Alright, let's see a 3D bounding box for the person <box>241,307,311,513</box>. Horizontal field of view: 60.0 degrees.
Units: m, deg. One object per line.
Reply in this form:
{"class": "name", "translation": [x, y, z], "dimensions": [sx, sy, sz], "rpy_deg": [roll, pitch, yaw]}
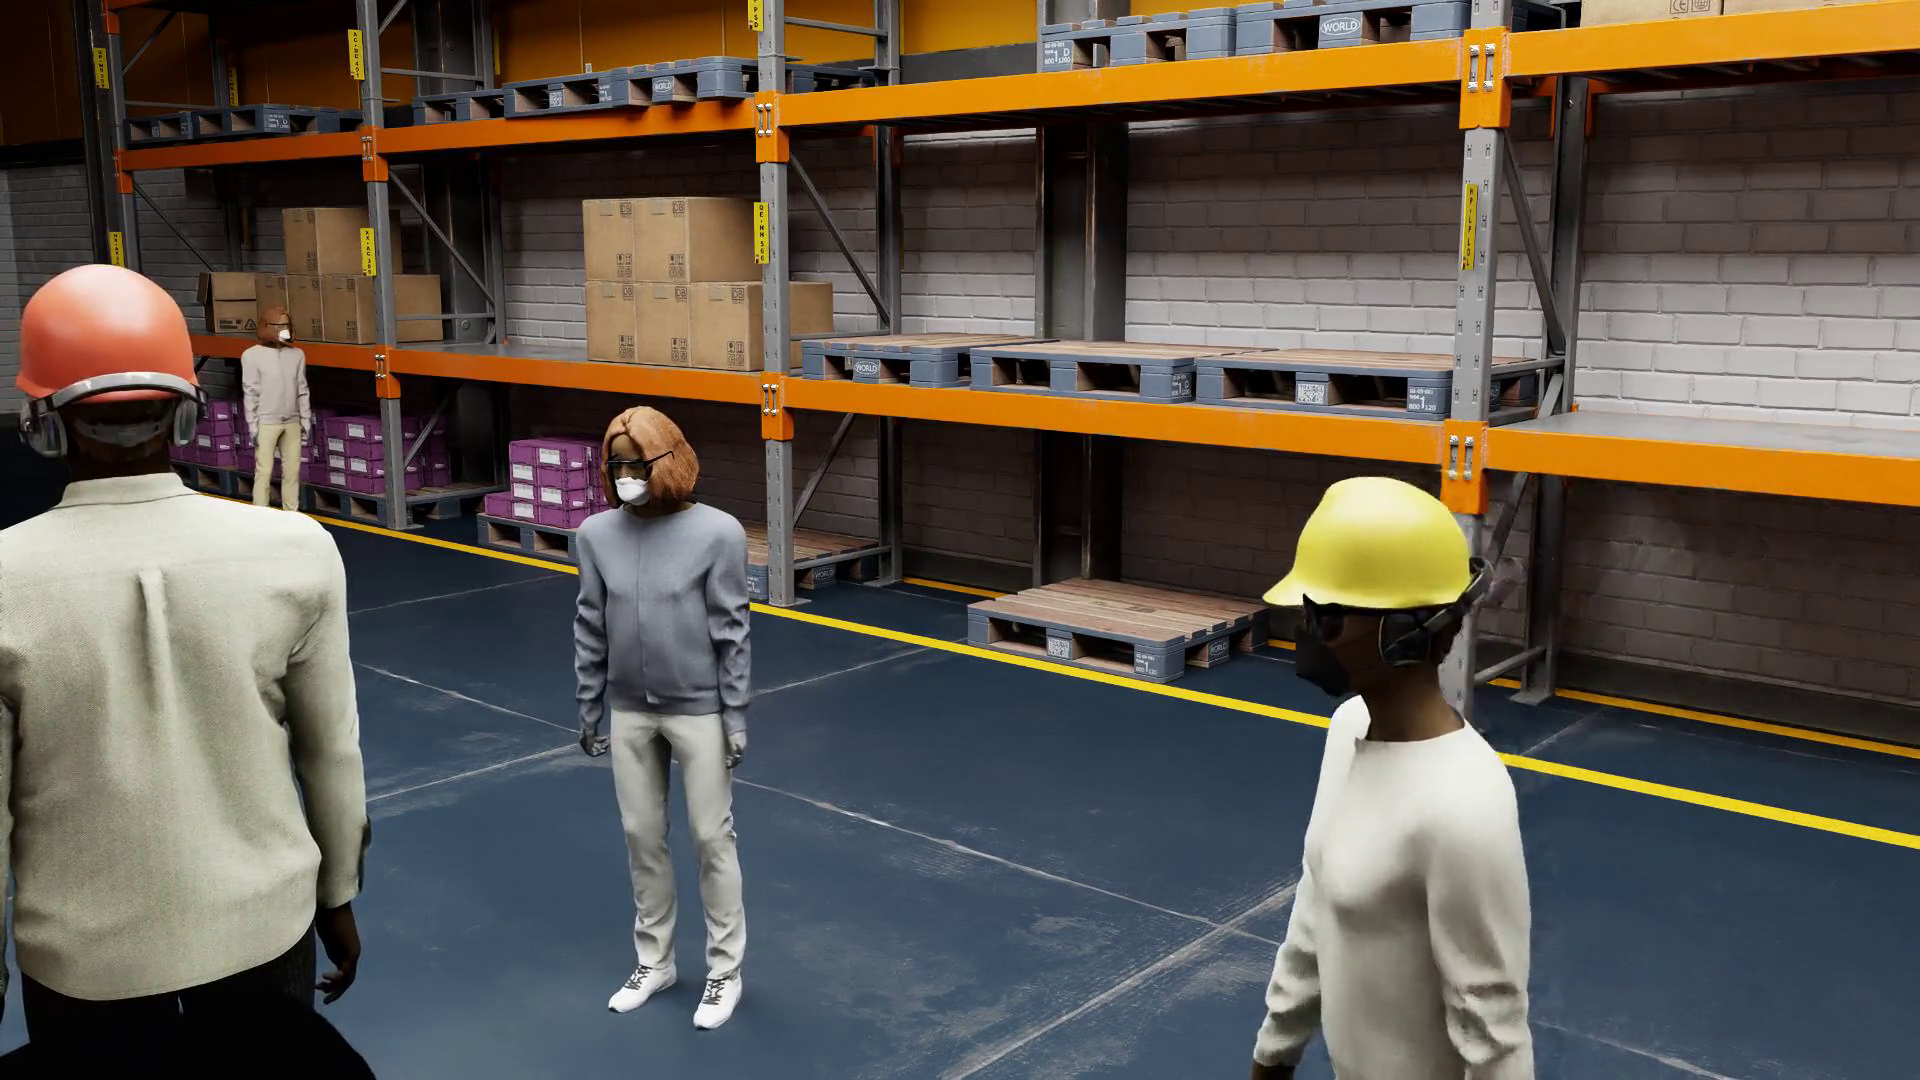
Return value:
{"class": "person", "translation": [-4.703, -0.790, 11.470], "dimensions": [0.284, 1.628, 0.494], "rpy_deg": [6, 12, 32]}

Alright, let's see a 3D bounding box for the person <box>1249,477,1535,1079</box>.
{"class": "person", "translation": [0.537, 0.774, 2.282], "dimensions": [0.891, 1.719, 0.545], "rpy_deg": [0, 10, 0]}

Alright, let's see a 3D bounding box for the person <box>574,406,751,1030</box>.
{"class": "person", "translation": [-0.781, 0.459, 4.357], "dimensions": [0.504, 1.622, 0.299], "rpy_deg": [3, 10, 16]}

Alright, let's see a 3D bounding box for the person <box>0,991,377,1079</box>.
{"class": "person", "translation": [-0.610, 0.899, 0.972], "dimensions": [0.627, 1.934, 0.370], "rpy_deg": [-5, 11, -28]}

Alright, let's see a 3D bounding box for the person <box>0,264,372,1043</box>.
{"class": "person", "translation": [-1.213, 0.590, 2.544], "dimensions": [0.612, 1.997, 0.376], "rpy_deg": [-8, 13, -37]}
